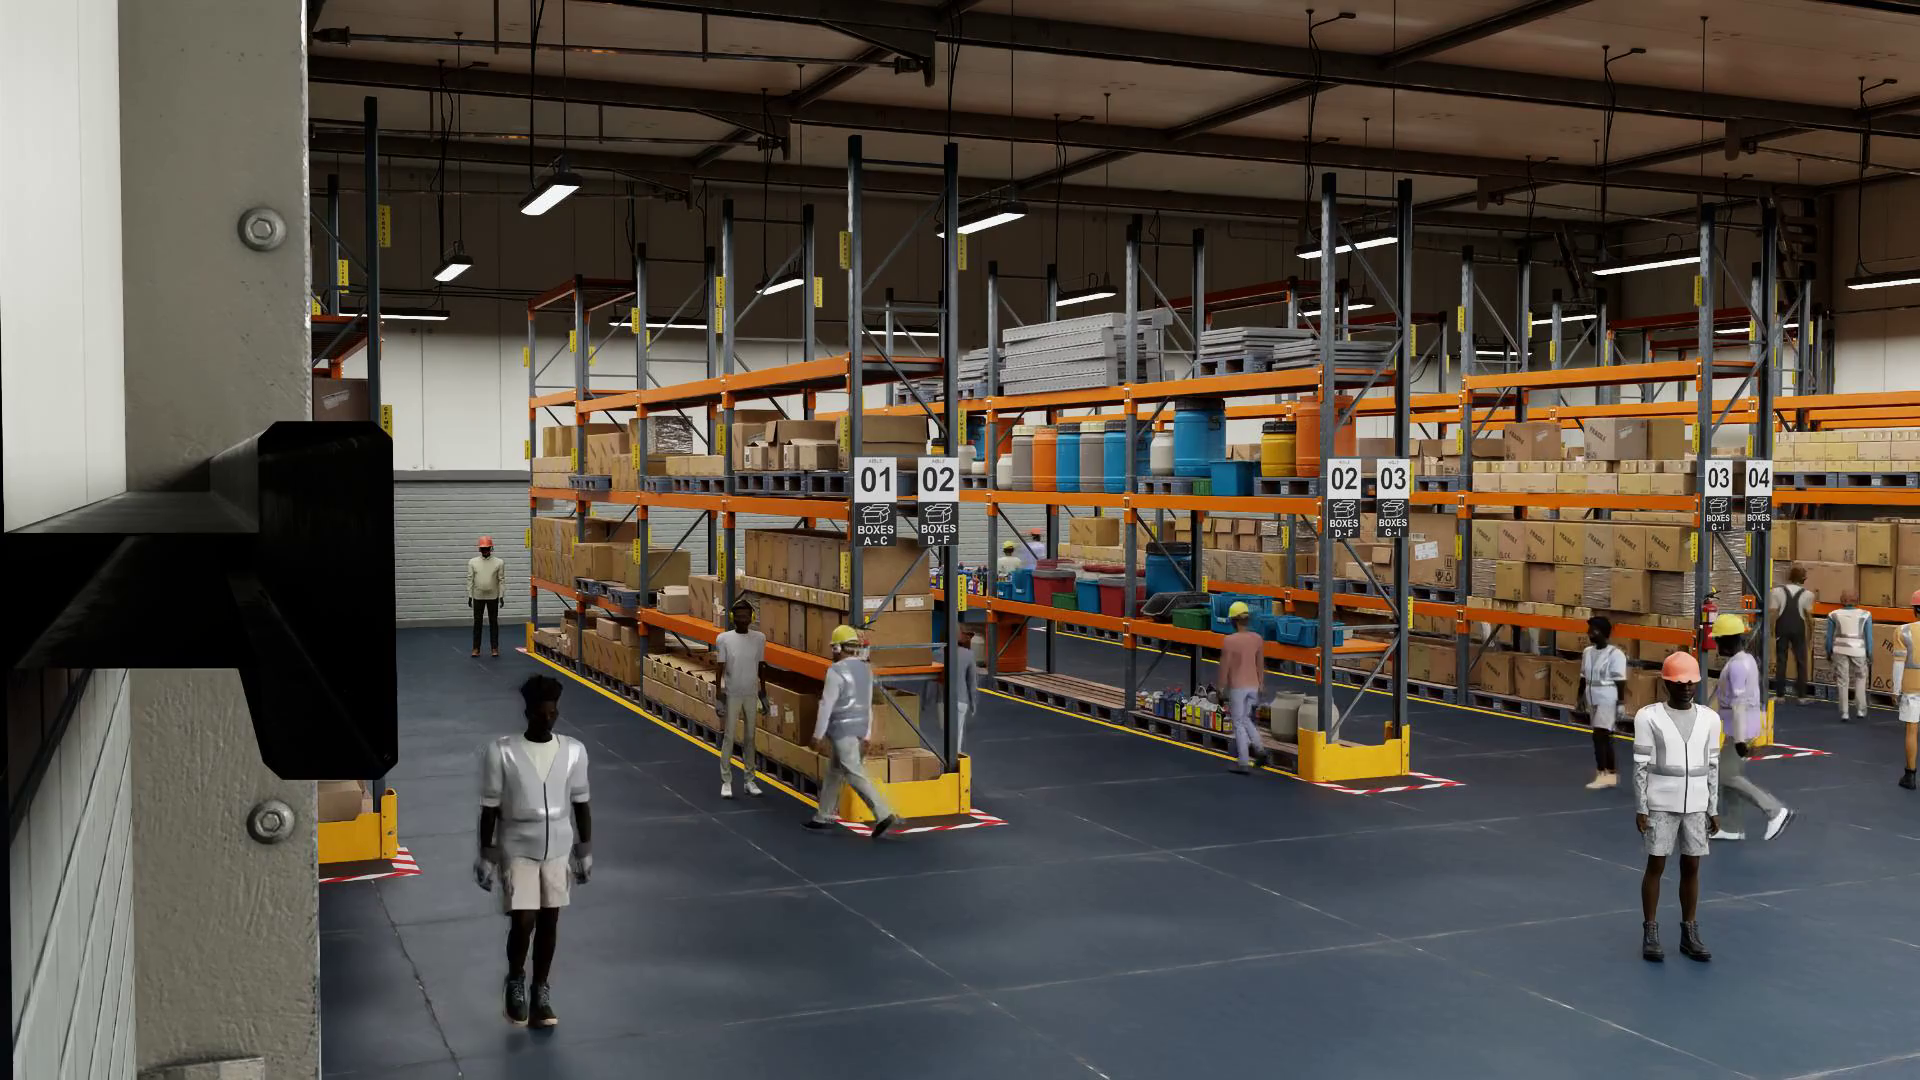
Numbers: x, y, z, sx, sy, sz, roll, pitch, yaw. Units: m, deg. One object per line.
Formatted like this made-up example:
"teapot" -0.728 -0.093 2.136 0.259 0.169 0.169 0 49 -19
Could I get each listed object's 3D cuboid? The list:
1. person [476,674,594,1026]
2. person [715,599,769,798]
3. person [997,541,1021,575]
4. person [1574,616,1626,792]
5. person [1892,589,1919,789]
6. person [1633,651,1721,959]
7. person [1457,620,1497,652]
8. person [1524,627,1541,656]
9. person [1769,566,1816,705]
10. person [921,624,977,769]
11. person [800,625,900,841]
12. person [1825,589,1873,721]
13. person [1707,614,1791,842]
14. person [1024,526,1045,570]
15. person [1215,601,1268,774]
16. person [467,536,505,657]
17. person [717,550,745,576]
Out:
"person" -2.332 1.715 9.898 0.651 1.950 0.422 -2 3 -36
"person" -2.062 1.490 16.951 0.530 1.864 0.313 -1 2 -25
"person" 0.885 0.886 34.226 0.557 1.733 0.773 -1 2 -24
"person" 6.115 1.571 17.213 0.625 1.671 0.552 -1 2 -19
"person" 9.348 1.438 17.403 0.552 1.932 0.377 1 2 17
"person" 4.540 1.669 11.323 0.544 1.939 0.355 0 2 0
"person" 7.994 1.094 27.617 0.578 1.832 1.017 -1 2 -27
"person" 8.690 1.125 27.355 0.597 1.807 0.829 -1 3 -29
"person" 10.974 1.261 23.576 0.622 1.821 0.355 1 2 26
"person" -0.124 1.597 17.633 0.503 1.597 0.818 -1 2 -23
"person" -0.905 1.610 15.071 0.924 1.784 0.604 1 2 22
"person" 10.982 1.407 22.112 0.545 1.615 0.659 1 3 32
"person" 6.466 1.556 14.760 0.602 1.903 0.585 1 3 30
"person" 1.547 0.668 37.847 0.545 1.916 0.609 2 3 43
"person" 2.852 1.501 18.222 0.522 1.748 0.367 -2 3 -35
"person" -7.876 0.935 29.759 0.608 1.995 0.377 0 2 -10
"person" -3.491 1.067 27.180 0.587 1.928 0.362 -1 2 -25
